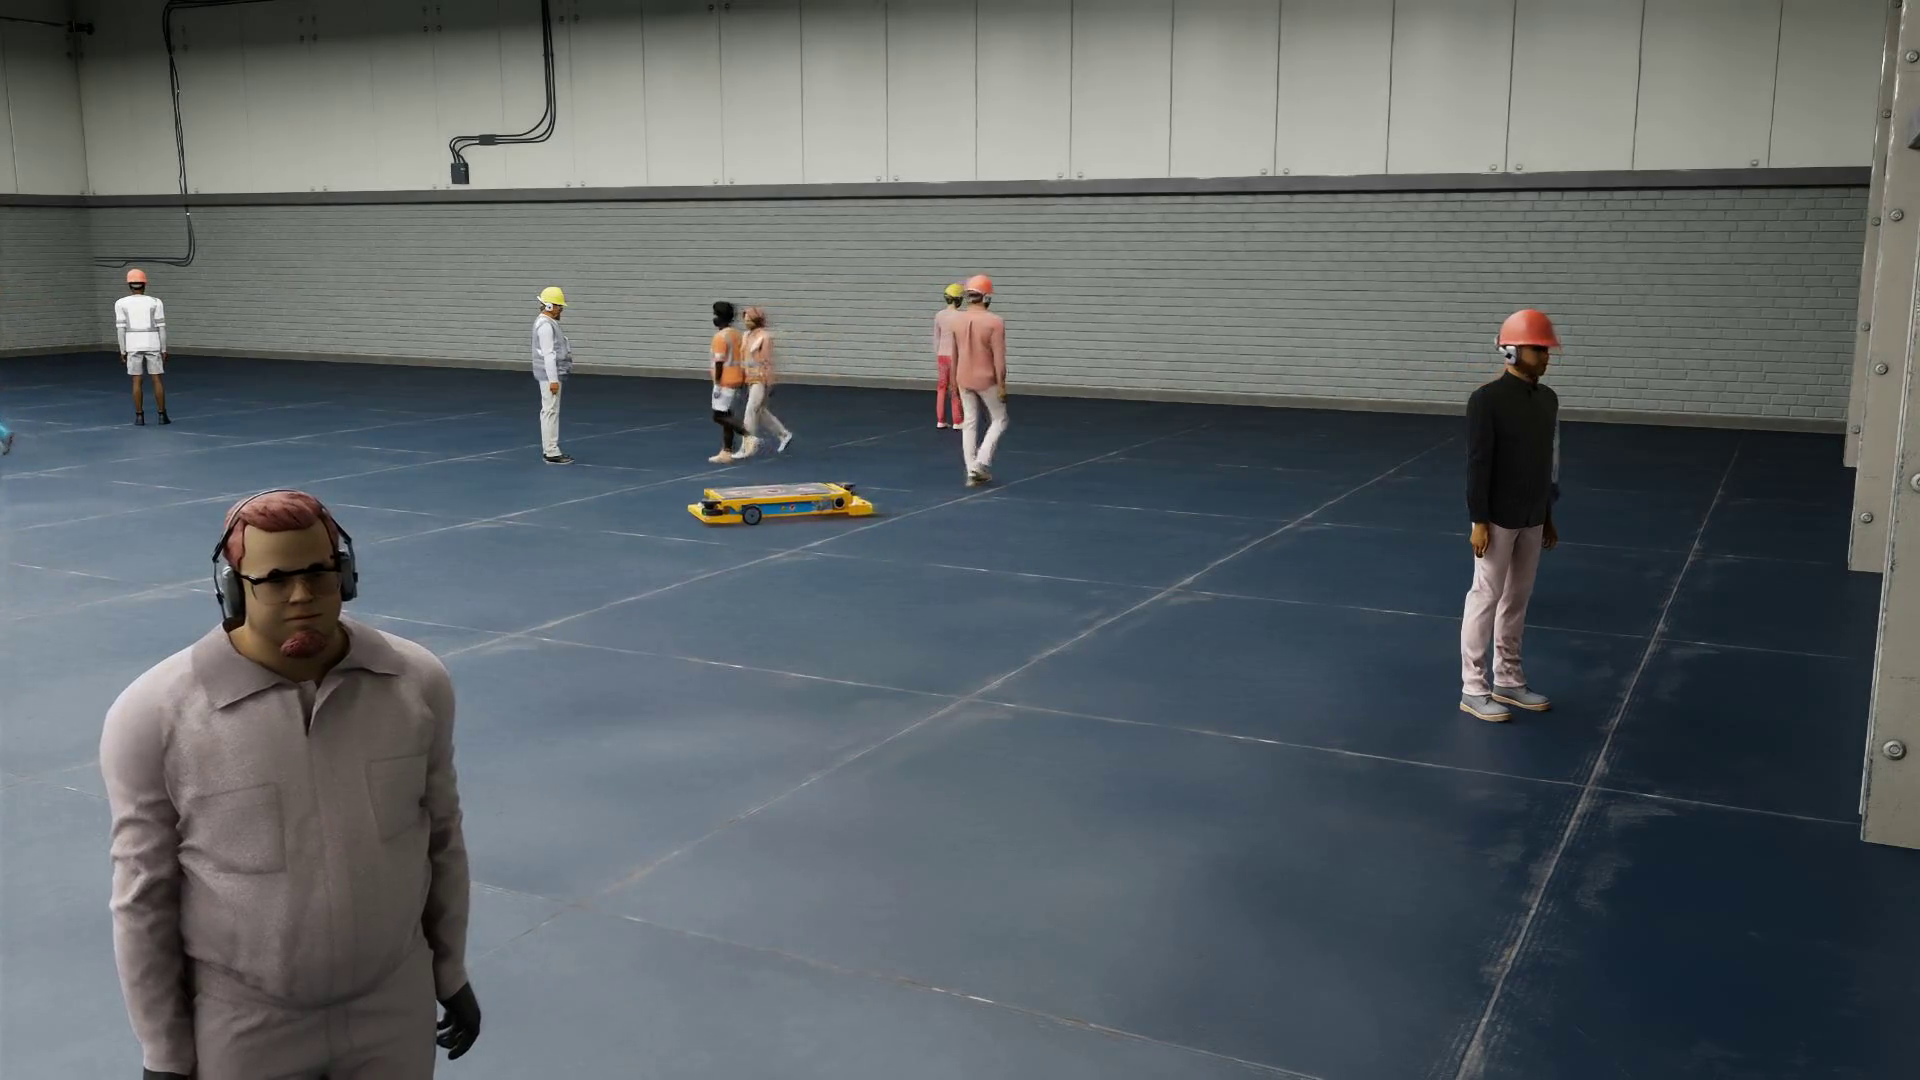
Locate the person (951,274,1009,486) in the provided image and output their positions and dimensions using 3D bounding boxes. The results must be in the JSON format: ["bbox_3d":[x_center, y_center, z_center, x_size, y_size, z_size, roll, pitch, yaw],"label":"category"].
[{"bbox_3d":[0.192,-1.490,15.614,0.642,1.982,0.435,7,13,34],"label":"person"}]

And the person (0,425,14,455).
[{"bbox_3d":[-10.260,-1.704,17.258,0.574,1.824,0.774,6,12,30],"label":"person"}]

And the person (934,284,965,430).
[{"bbox_3d":[-0.086,-2.213,20.159,0.527,1.767,0.331,10,14,42],"label":"person"}]

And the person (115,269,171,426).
[{"bbox_3d":[-10.132,-2.384,20.626,0.546,1.938,0.377,-4,11,-22],"label":"person"}]

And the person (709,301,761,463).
[{"bbox_3d":[-2.335,-1.605,17.049,0.510,1.683,0.541,2,11,9],"label":"person"}]

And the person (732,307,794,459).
[{"bbox_3d":[-2.096,-1.673,17.650,0.759,1.605,0.533,-6,12,-30],"label":"person"}]

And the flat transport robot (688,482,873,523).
[{"bbox_3d":[-1.507,-0.320,13.921,1.431,0.197,0.652,-4,11,-21],"label":"flat transport robot"}]

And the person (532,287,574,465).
[{"bbox_3d":[-4.198,-1.690,17.155,0.403,1.823,0.586,-3,11,-17],"label":"person"}]

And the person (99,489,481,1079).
[{"bbox_3d":[-1.187,0.851,3.069,0.639,1.908,0.409,-9,13,-39],"label":"person"}]

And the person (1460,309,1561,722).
[{"bbox_3d":[2.705,-0.124,8.139,0.608,1.997,0.375,-7,13,-35],"label":"person"}]

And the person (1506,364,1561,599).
[{"bbox_3d":[3.477,-0.365,10.470,0.647,1.618,0.521,-8,13,-36],"label":"person"}]
